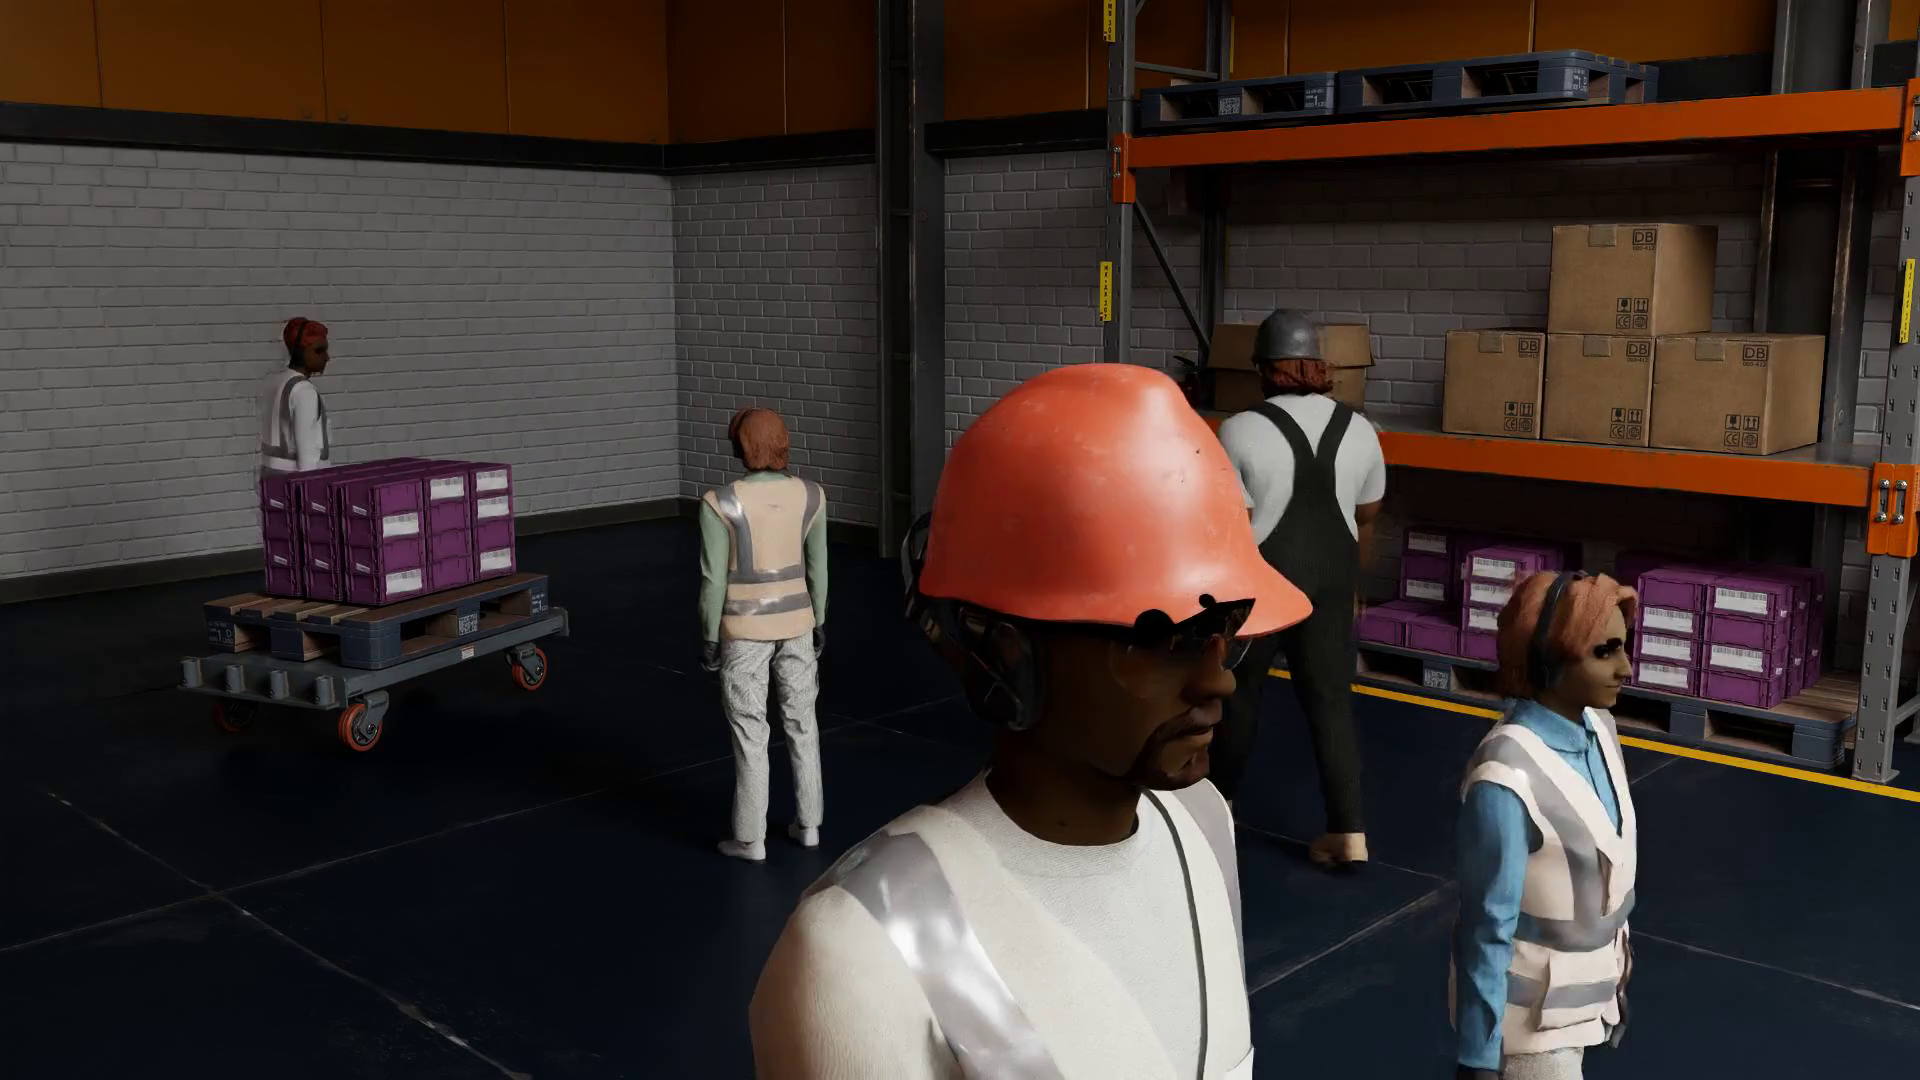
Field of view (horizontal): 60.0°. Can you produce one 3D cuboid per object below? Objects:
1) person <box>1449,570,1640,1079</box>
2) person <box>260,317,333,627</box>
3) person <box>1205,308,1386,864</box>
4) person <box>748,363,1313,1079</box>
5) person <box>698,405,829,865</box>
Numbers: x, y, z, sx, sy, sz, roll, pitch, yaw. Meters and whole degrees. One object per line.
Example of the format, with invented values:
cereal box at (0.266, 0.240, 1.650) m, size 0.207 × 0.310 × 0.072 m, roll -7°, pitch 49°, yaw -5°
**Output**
person at (0.965, 0.832, 2.996) m, size 0.716 × 1.619 × 0.514 m, roll 6°, pitch 11°, yaw 34°
person at (-3.525, -0.237, 8.775) m, size 0.474 × 1.872 × 0.607 m, roll -8°, pitch 13°, yaw -42°
person at (1.202, 0.125, 6.044) m, size 0.696 × 2.000 × 1.032 m, roll -3°, pitch 10°, yaw -16°
person at (0.101, 0.870, 1.473) m, size 0.375 × 2.044 × 0.604 m, roll 6°, pitch 11°, yaw 33°
person at (-0.697, 0.339, 5.962) m, size 0.522 × 1.638 × 0.310 m, roll -7°, pitch 11°, yaw -35°
